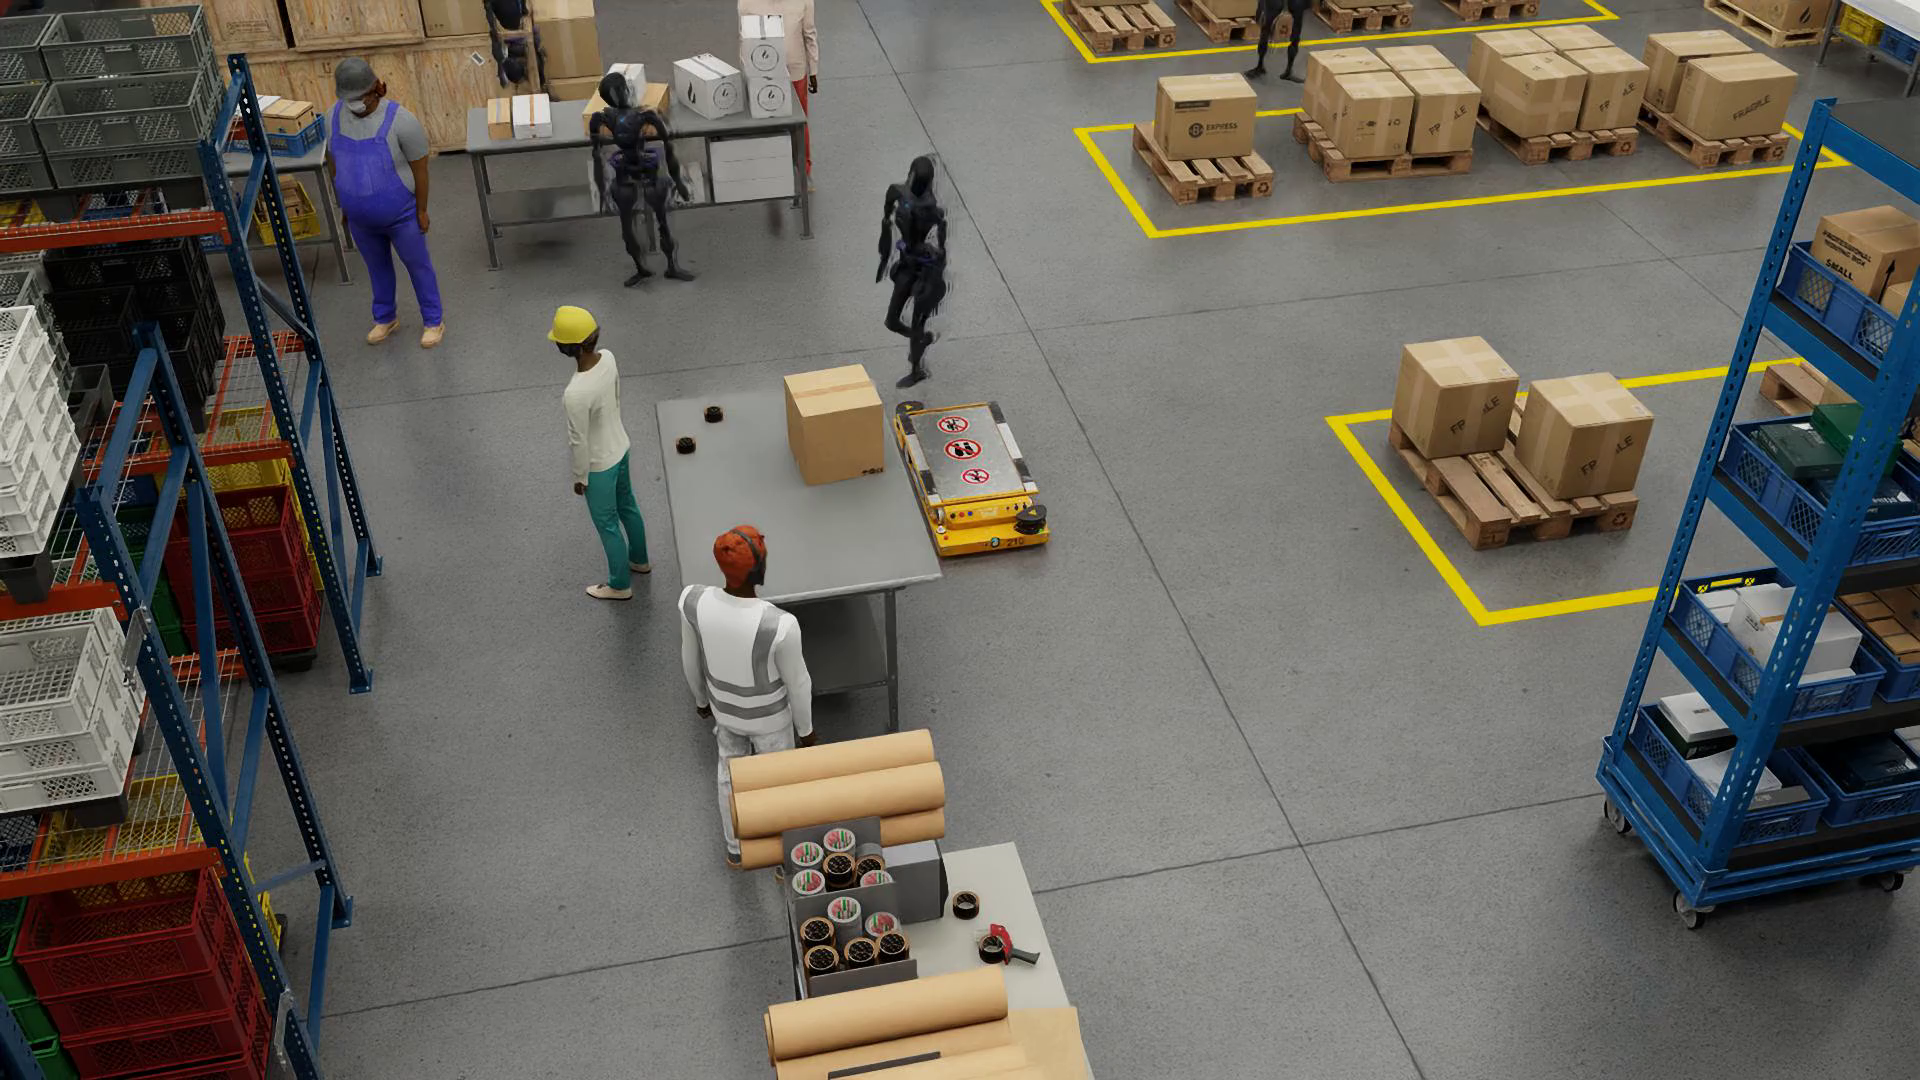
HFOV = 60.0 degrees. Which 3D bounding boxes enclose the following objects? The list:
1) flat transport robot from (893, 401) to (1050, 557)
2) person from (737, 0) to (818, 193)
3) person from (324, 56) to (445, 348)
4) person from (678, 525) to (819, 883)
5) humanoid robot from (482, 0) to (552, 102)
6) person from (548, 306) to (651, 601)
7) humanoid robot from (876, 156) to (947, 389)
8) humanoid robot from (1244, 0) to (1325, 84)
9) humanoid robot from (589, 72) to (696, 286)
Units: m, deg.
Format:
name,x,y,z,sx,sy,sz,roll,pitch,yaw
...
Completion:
name,x,y,z,sx,sy,sz,roll,pitch,yaw
flat transport robot,0.046,-0.430,10.108,0.652,0.197,1.431,-8,37,-10
person,-1.410,-3.661,13.041,0.614,1.986,0.405,-6,37,-8
person,-3.853,-2.227,11.064,0.681,2.000,0.538,5,37,7
person,-0.896,0.732,7.217,0.585,1.882,0.342,14,39,18
humanoid robot,-3.697,-4.079,13.908,0.816,1.596,0.701,15,39,19
person,-1.948,-0.462,8.928,0.337,1.756,0.516,7,37,9
humanoid robot,-0.292,-1.731,10.709,0.393,1.643,0.619,-30,46,-34
humanoid robot,2.983,-4.919,15.000,0.649,1.630,0.402,-2,37,-3
humanoid robot,-2.246,-2.539,11.800,0.649,1.635,0.372,-1,37,-1
